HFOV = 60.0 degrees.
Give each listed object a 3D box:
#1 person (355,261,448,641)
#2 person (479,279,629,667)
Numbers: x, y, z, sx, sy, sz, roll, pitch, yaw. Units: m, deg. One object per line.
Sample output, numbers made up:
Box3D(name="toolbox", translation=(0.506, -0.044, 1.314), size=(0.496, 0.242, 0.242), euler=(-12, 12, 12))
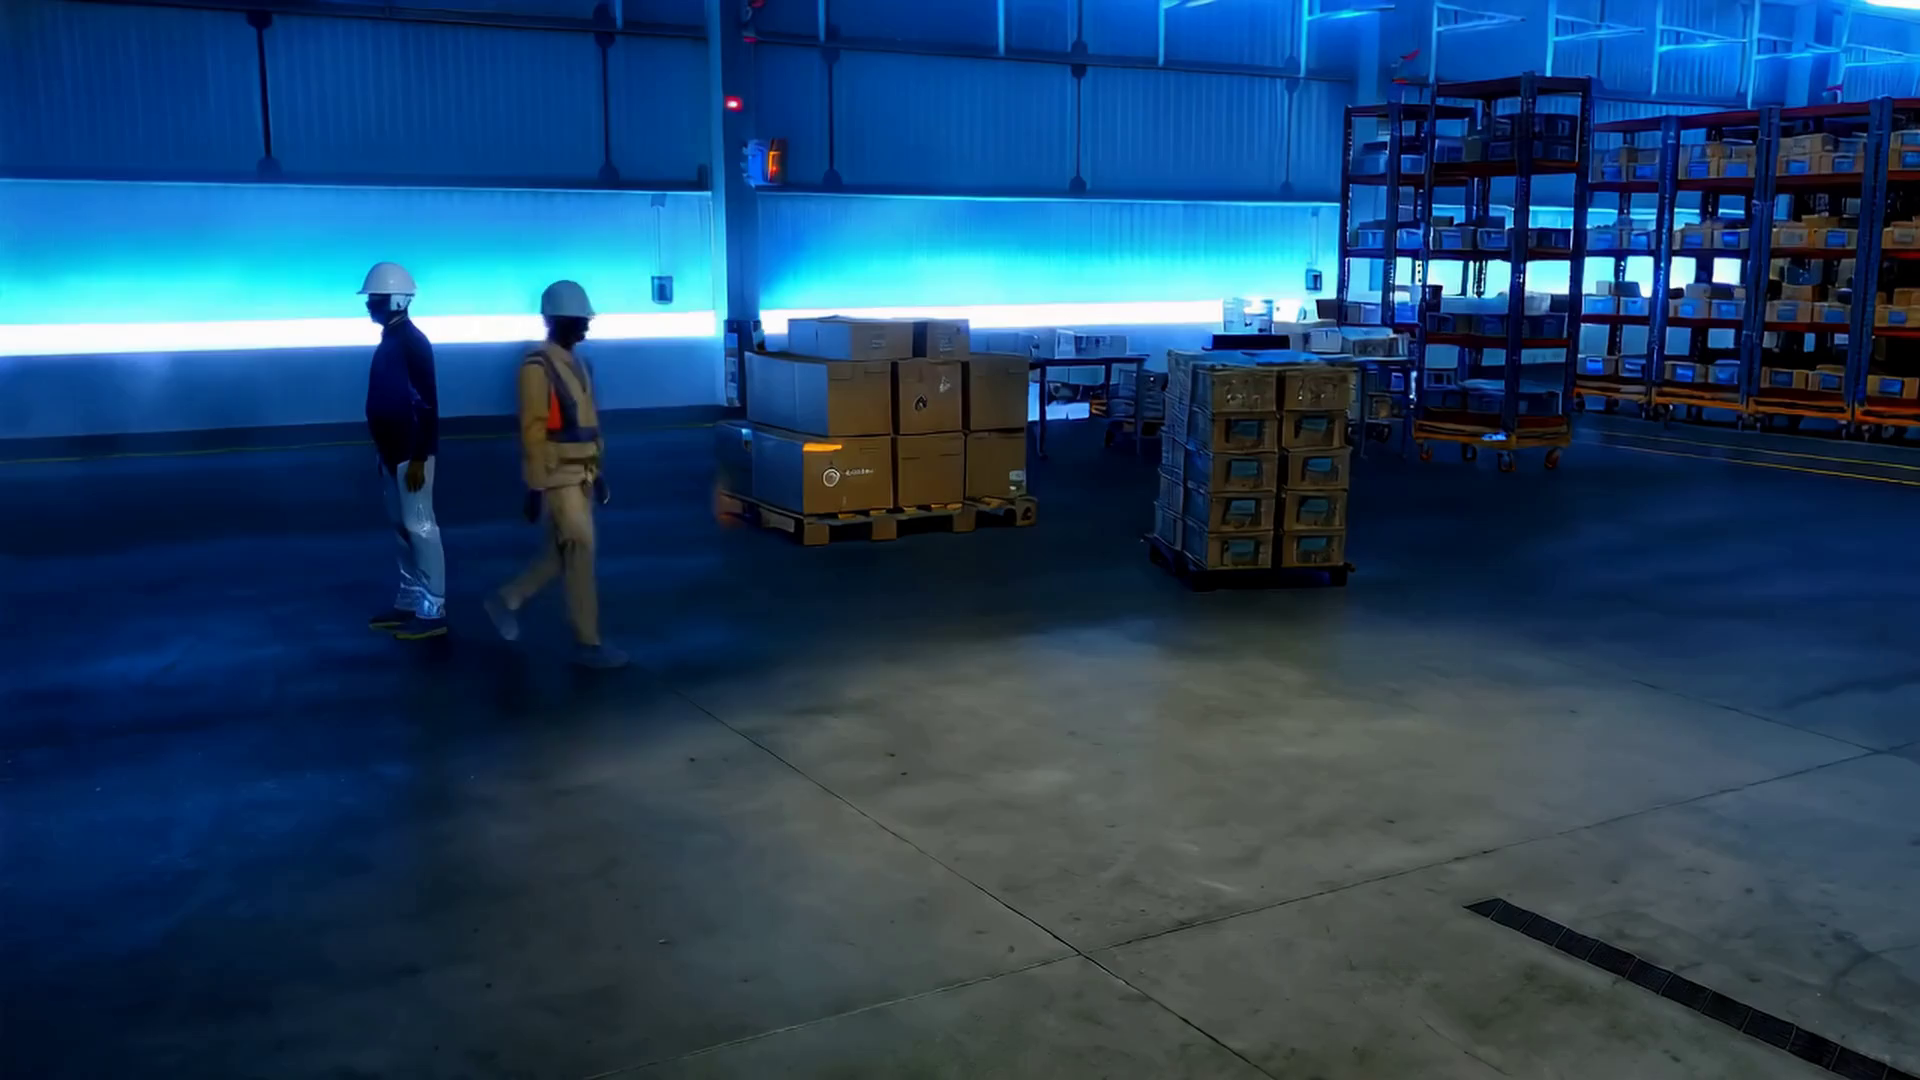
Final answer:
Box3D(name="person", translation=(-2.963, -0.469, 8.833), size=(0.378, 1.996, 0.610), euler=(-7, 12, -35))
Box3D(name="person", translation=(-2.057, -0.330, 8.255), size=(0.773, 1.924, 0.606), euler=(2, 10, 10))
